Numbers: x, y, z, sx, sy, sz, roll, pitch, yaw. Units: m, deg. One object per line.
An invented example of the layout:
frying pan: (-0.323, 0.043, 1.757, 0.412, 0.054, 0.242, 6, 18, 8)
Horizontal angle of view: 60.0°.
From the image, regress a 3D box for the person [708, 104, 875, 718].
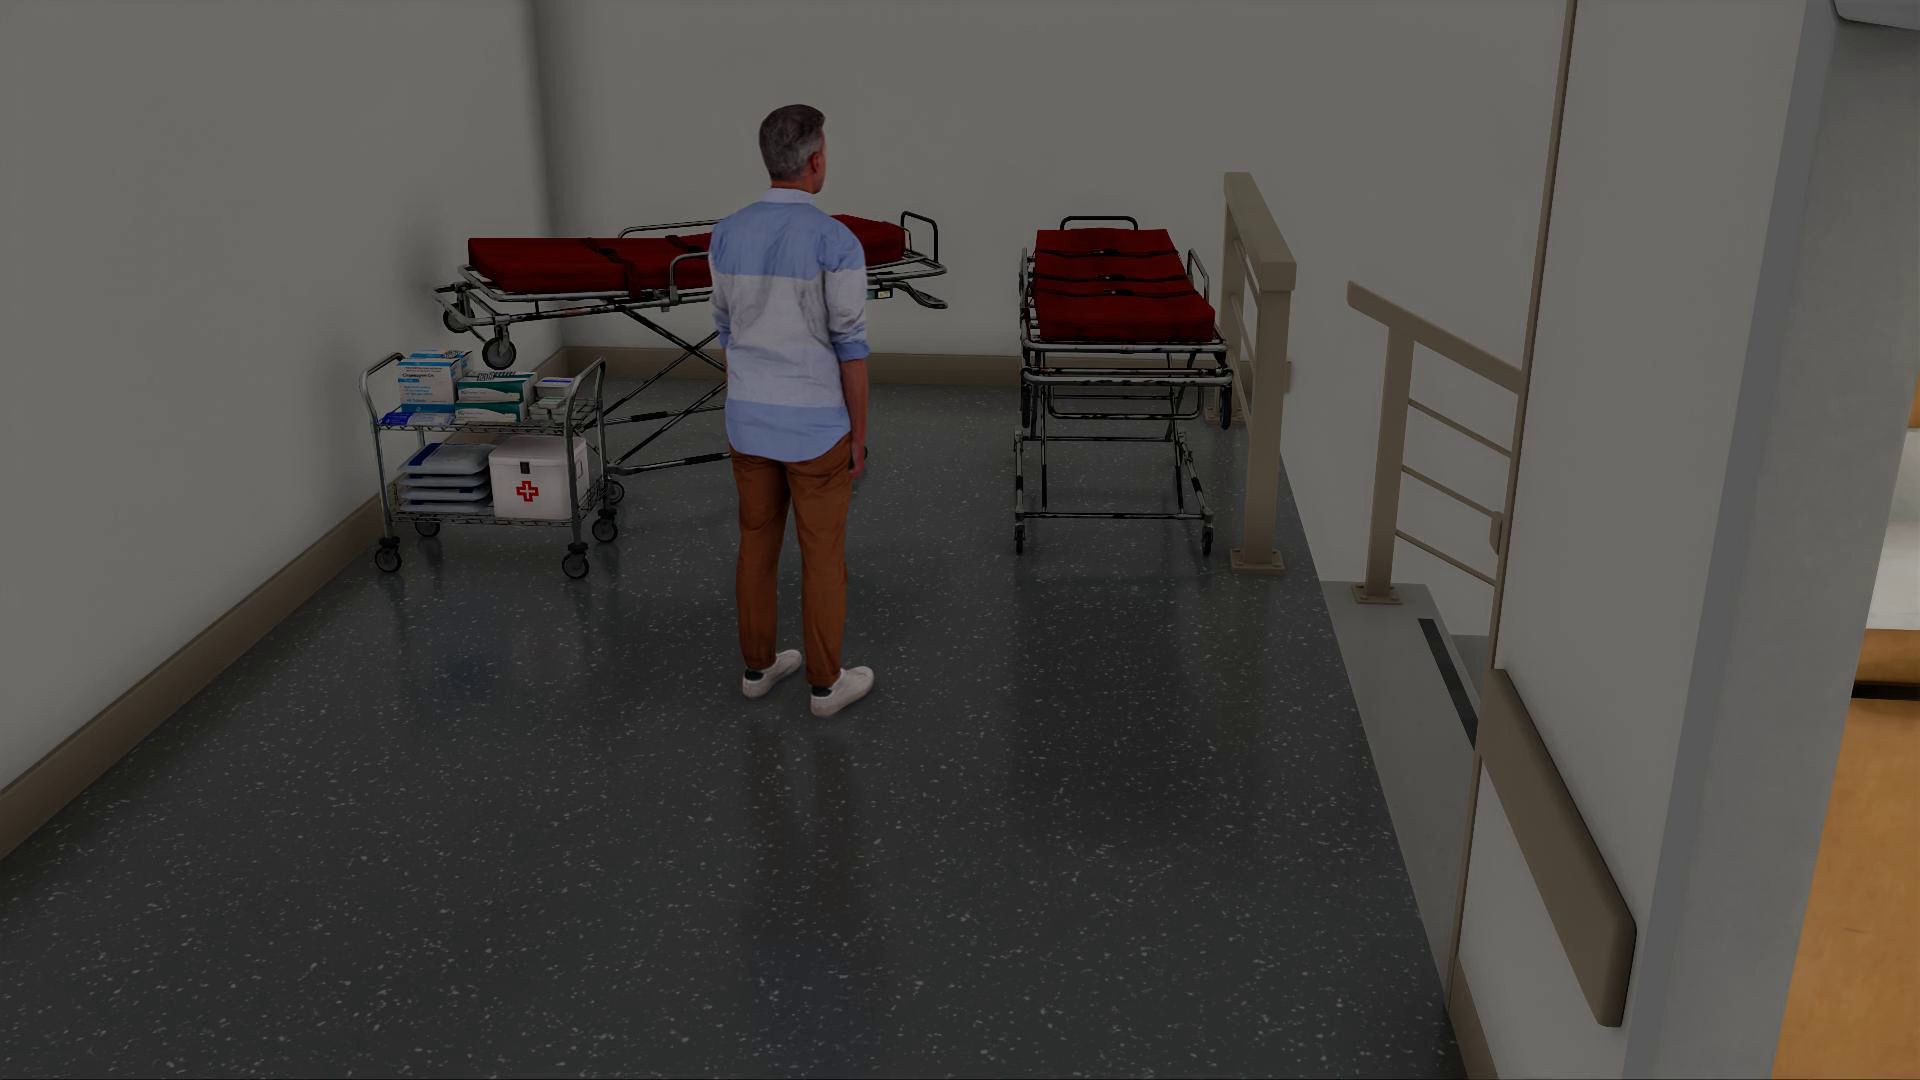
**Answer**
person: (-0.510, -0.367, 4.981, 0.742, 1.824, 0.696, 9, 23, 22)
